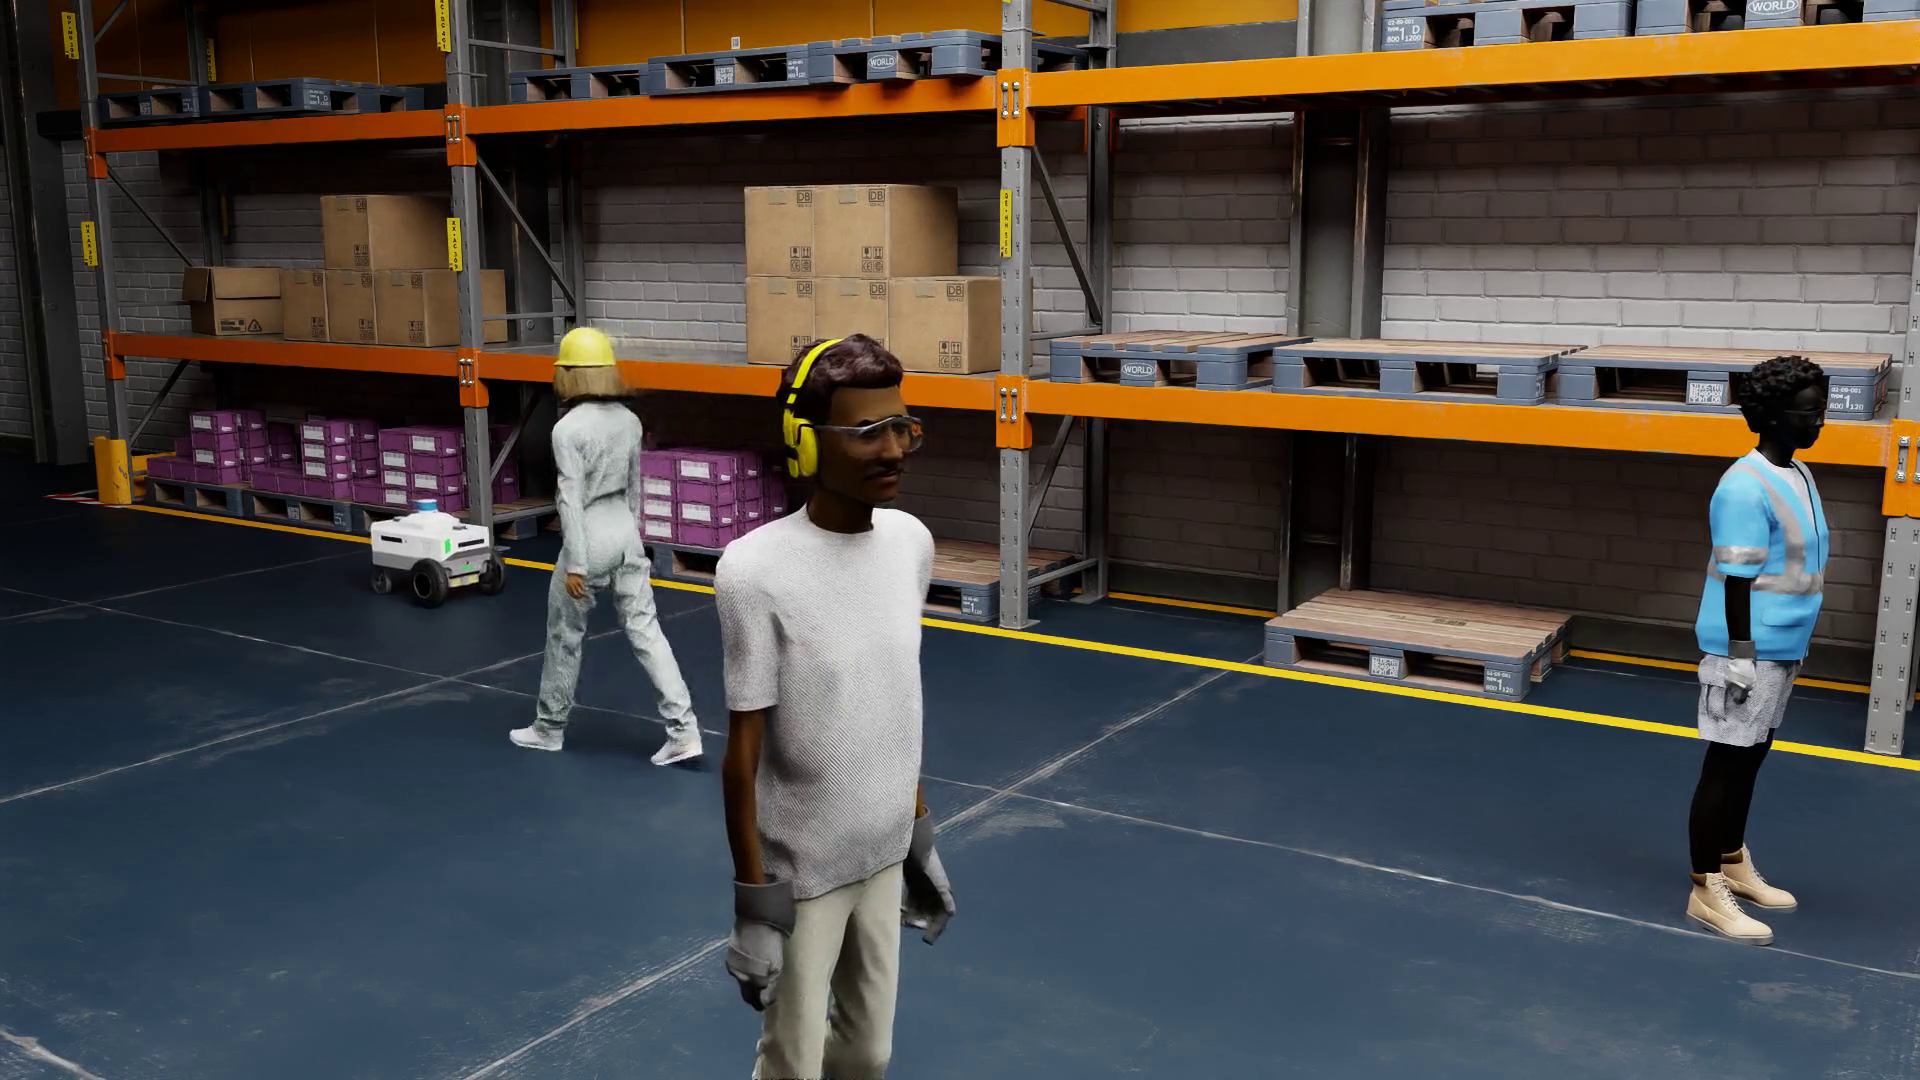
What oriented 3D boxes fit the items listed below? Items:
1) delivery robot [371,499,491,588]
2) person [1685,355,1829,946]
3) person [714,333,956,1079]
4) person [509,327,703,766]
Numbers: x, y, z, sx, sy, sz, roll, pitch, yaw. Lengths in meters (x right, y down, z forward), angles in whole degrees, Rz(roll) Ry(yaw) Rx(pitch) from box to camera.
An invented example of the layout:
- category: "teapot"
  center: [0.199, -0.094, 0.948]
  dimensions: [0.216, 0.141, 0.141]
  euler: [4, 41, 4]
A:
- category: "delivery robot"
  center: [-3.003, 0.012, 9.421]
  dimensions: [0.707, 0.478, 0.477]
  euler: [7, 12, 33]
- category: "person"
  center: [2.337, 0.310, 4.865]
  dimensions: [0.317, 1.696, 0.537]
  euler: [9, 13, 39]
- category: "person"
  center: [-0.199, 0.578, 2.901]
  dimensions: [0.330, 1.872, 0.512]
  euler: [8, 13, 37]
- category: "person"
  center: [-1.367, 0.031, 6.418]
  dimensions: [0.911, 1.697, 0.502]
  euler: [6, 12, 30]
